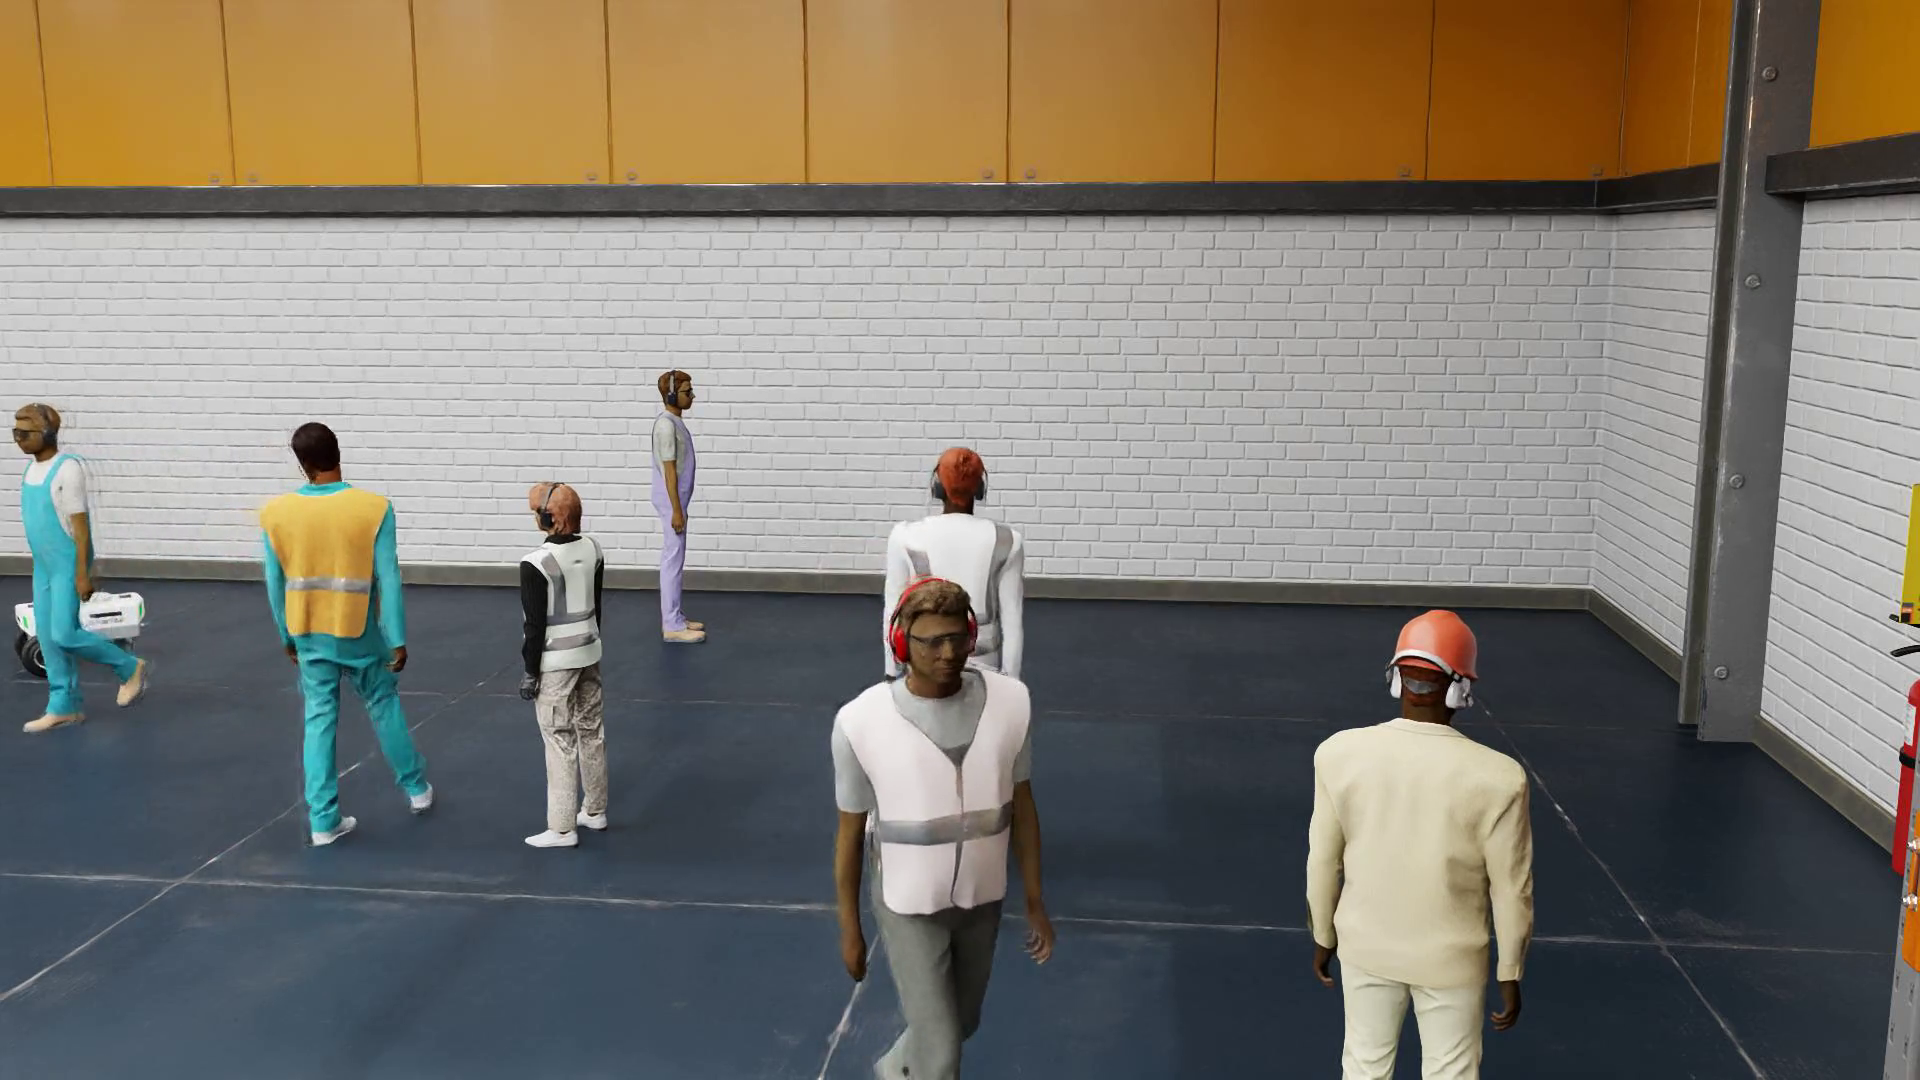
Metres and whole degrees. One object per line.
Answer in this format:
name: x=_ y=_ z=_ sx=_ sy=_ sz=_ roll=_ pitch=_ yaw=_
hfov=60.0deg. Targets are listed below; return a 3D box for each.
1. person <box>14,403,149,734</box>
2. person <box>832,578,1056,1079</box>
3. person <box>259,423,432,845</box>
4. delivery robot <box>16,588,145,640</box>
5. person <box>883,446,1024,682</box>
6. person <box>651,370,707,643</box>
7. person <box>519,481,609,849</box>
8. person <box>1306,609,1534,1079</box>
person: x=-4.923 y=0.143 z=9.211 sx=0.527 sy=1.828 sz=0.583 roll=7 pitch=12 yaw=33
person: x=-0.087 y=0.966 z=4.535 sx=0.572 sy=1.816 sz=0.884 roll=-5 pitch=11 yaw=-28
person: x=-2.789 y=0.397 z=7.612 sx=0.644 sy=1.879 sz=0.756 roll=-1 pitch=10 yaw=-3
delivery robot: x=-5.590 y=0.490 z=10.588 sx=0.707 sy=0.478 sz=0.477 roll=-7 pitch=12 yaw=-33
person: x=-0.017 y=0.538 z=6.888 sx=0.577 sy=1.857 sz=0.873 roll=-2 pitch=10 yaw=-10
person: x=-1.920 y=-0.232 z=11.299 sx=0.346 sy=1.846 sz=0.505 roll=-2 pitch=10 yaw=-9
person: x=-1.759 y=0.553 z=7.396 sx=0.309 sy=1.642 sz=0.519 roll=4 pitch=11 yaw=23
person: x=1.187 y=1.041 z=4.304 sx=0.573 sy=1.739 sz=0.350 roll=6 pitch=11 yaw=30
